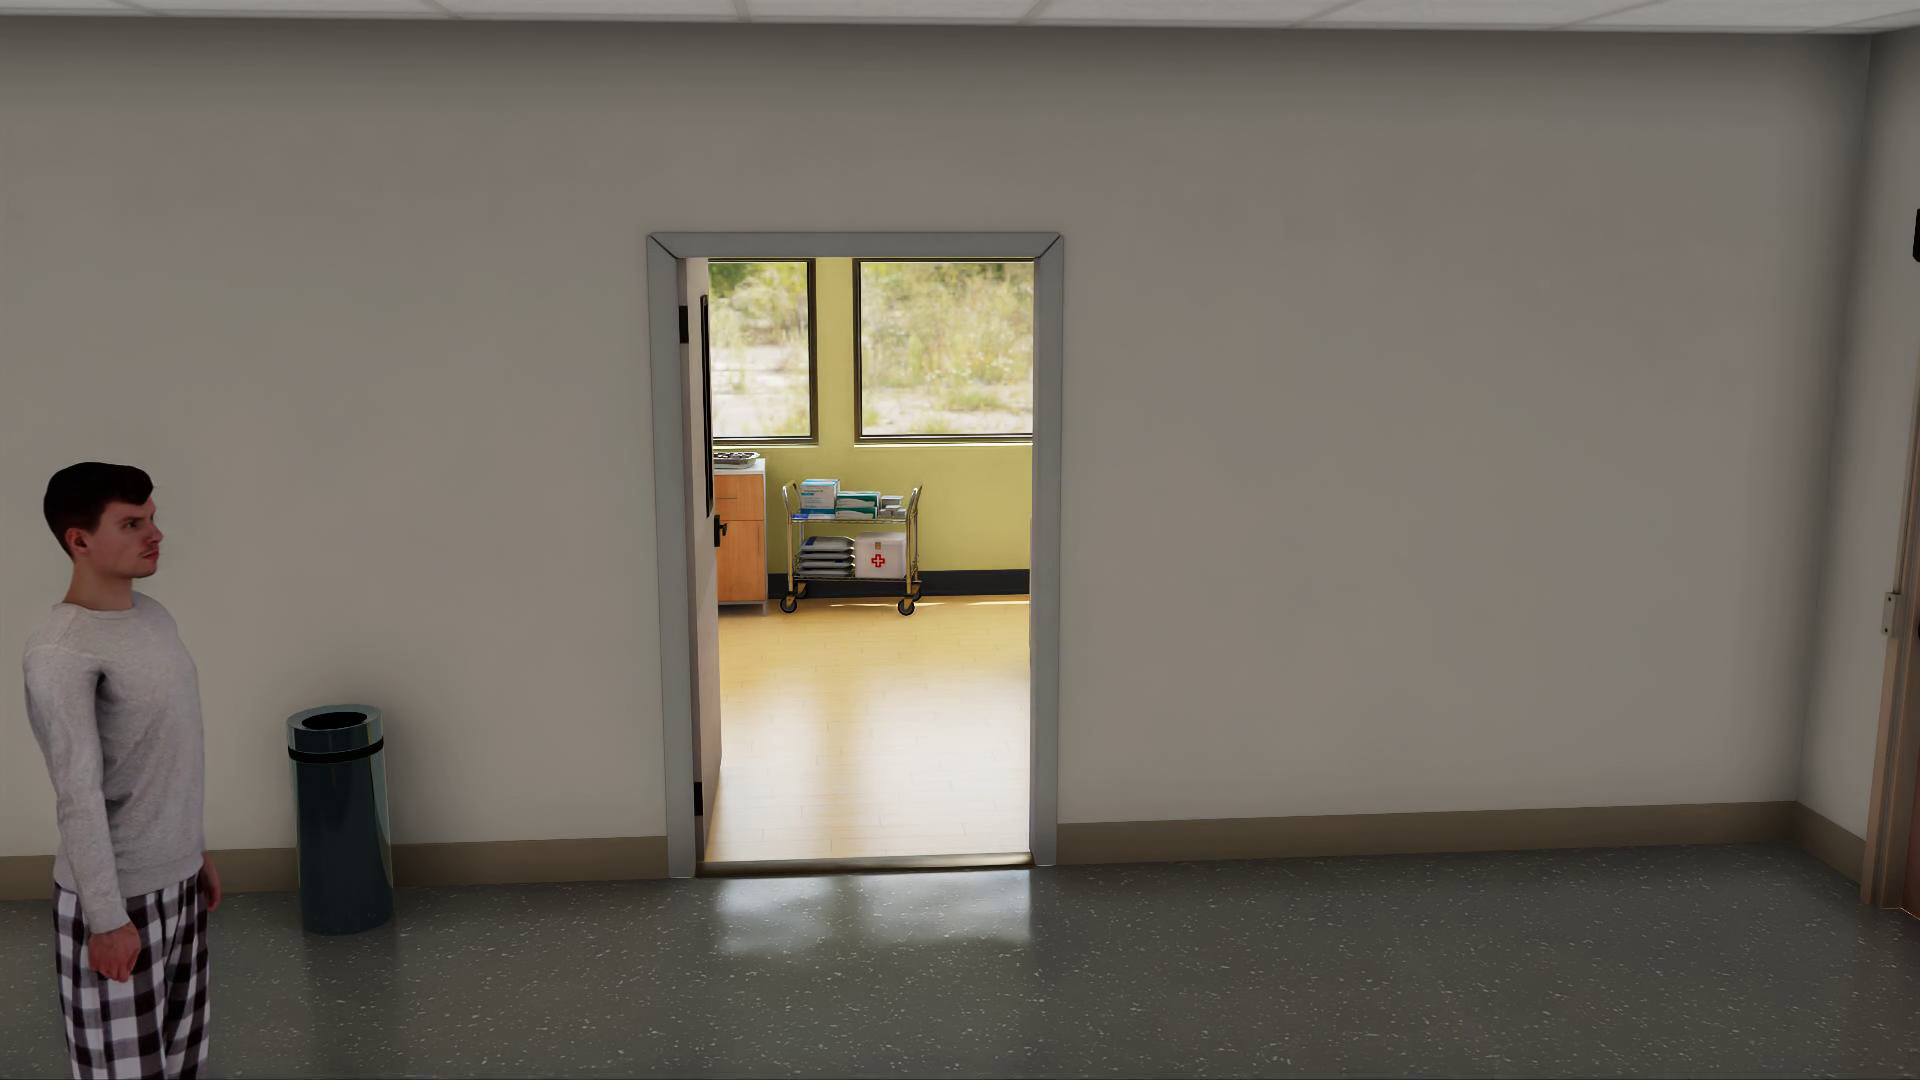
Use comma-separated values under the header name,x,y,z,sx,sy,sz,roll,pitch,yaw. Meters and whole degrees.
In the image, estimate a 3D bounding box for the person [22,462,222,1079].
name,x,y,z,sx,sy,sz,roll,pitch,yaw
person,-1.812,0.743,3.631,0.546,1.847,0.633,0,11,-1
